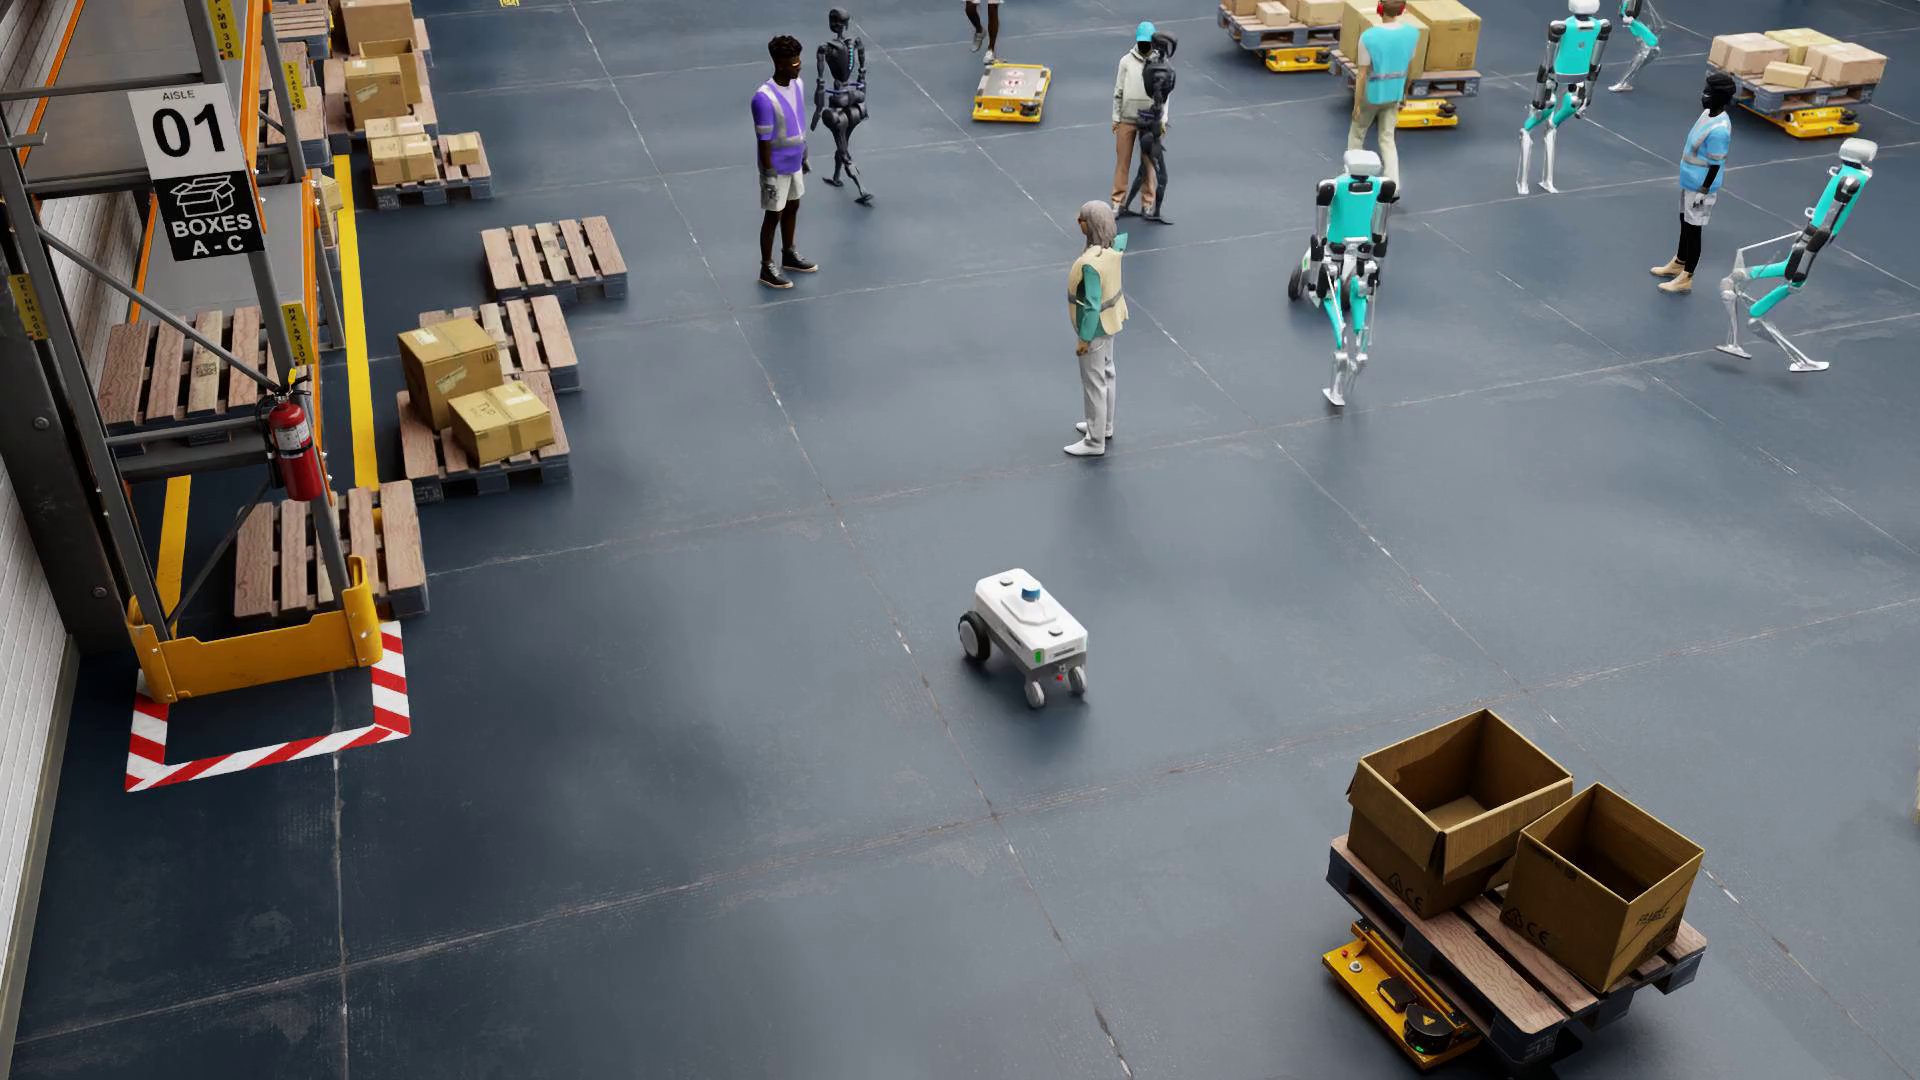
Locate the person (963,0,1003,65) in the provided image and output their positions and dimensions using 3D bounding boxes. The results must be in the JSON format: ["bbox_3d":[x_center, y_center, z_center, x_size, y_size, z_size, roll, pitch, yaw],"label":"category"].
[{"bbox_3d":[0.271,-6.022,17.583,0.578,1.924,0.482,8,34,13],"label":"person"}]

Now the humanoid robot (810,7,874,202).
[{"bbox_3d":[-1.013,-3.768,14.405,0.784,1.637,0.609,28,42,36],"label":"humanoid robot"}]

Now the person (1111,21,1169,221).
[{"bbox_3d":[1.505,-3.501,13.940,0.463,1.675,0.372,4,33,6],"label":"person"}]

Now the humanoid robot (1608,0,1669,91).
[{"bbox_3d":[6.904,-5.332,16.748,0.673,1.863,0.533,7,34,11],"label":"humanoid robot"}]

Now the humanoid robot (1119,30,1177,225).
[{"bbox_3d":[1.606,-3.452,13.891,0.540,1.648,0.616,2,33,3],"label":"humanoid robot"}]

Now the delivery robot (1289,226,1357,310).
[{"bbox_3d":[2.891,-2.145,12.900,0.499,0.610,0.814,15,36,21],"label":"delivery robot"}]

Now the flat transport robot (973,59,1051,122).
[{"bbox_3d":[0.536,-4.547,16.832,0.659,0.231,1.431,4,33,6],"label":"flat transport robot"}]

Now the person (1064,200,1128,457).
[{"bbox_3d":[0.875,-1.335,10.585,0.365,1.708,0.474,11,35,16],"label":"person"}]

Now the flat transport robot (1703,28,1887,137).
[{"bbox_3d":[8.155,-4.331,16.501,0.659,0.231,1.431,-8,34,-13],"label":"flat transport robot"}]

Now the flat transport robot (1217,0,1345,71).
[{"bbox_3d":[3.520,-5.422,18.175,0.659,0.231,1.431,-6,34,-8],"label":"flat transport robot"}]

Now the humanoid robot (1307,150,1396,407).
[{"bbox_3d":[2.618,-1.610,11.013,0.530,1.820,0.738,-6,34,-9],"label":"humanoid robot"}]

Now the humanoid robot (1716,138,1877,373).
[{"bbox_3d":[5.698,-1.965,11.509,0.976,1.714,0.536,17,37,24],"label":"humanoid robot"}]

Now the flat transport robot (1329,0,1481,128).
[{"bbox_3d":[4.426,-4.468,16.712,0.659,0.231,1.431,-4,33,-6],"label":"flat transport robot"}]

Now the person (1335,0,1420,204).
[{"bbox_3d":[3.631,-3.800,14.275,0.569,1.807,0.830,-9,34,-13],"label":"person"}]

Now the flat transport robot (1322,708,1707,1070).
[{"bbox_3d":[2.340,1.740,7.190,1.431,0.231,0.659,-16,36,-23],"label":"flat transport robot"}]

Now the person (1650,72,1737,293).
[{"bbox_3d":[5.645,-2.731,12.737,0.316,1.695,0.541,6,34,9],"label":"person"}]

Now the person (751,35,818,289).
[{"bbox_3d":[-1.346,-2.910,12.790,0.392,1.954,0.616,16,36,23],"label":"person"}]

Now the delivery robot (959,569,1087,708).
[{"bbox_3d":[0.361,0.480,8.879,0.499,0.614,0.812,-16,37,-23],"label":"delivery robot"}]

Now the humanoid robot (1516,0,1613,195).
[{"bbox_3d":[5.166,-3.883,14.449,0.535,1.753,0.696,-3,33,-5],"label":"humanoid robot"}]
